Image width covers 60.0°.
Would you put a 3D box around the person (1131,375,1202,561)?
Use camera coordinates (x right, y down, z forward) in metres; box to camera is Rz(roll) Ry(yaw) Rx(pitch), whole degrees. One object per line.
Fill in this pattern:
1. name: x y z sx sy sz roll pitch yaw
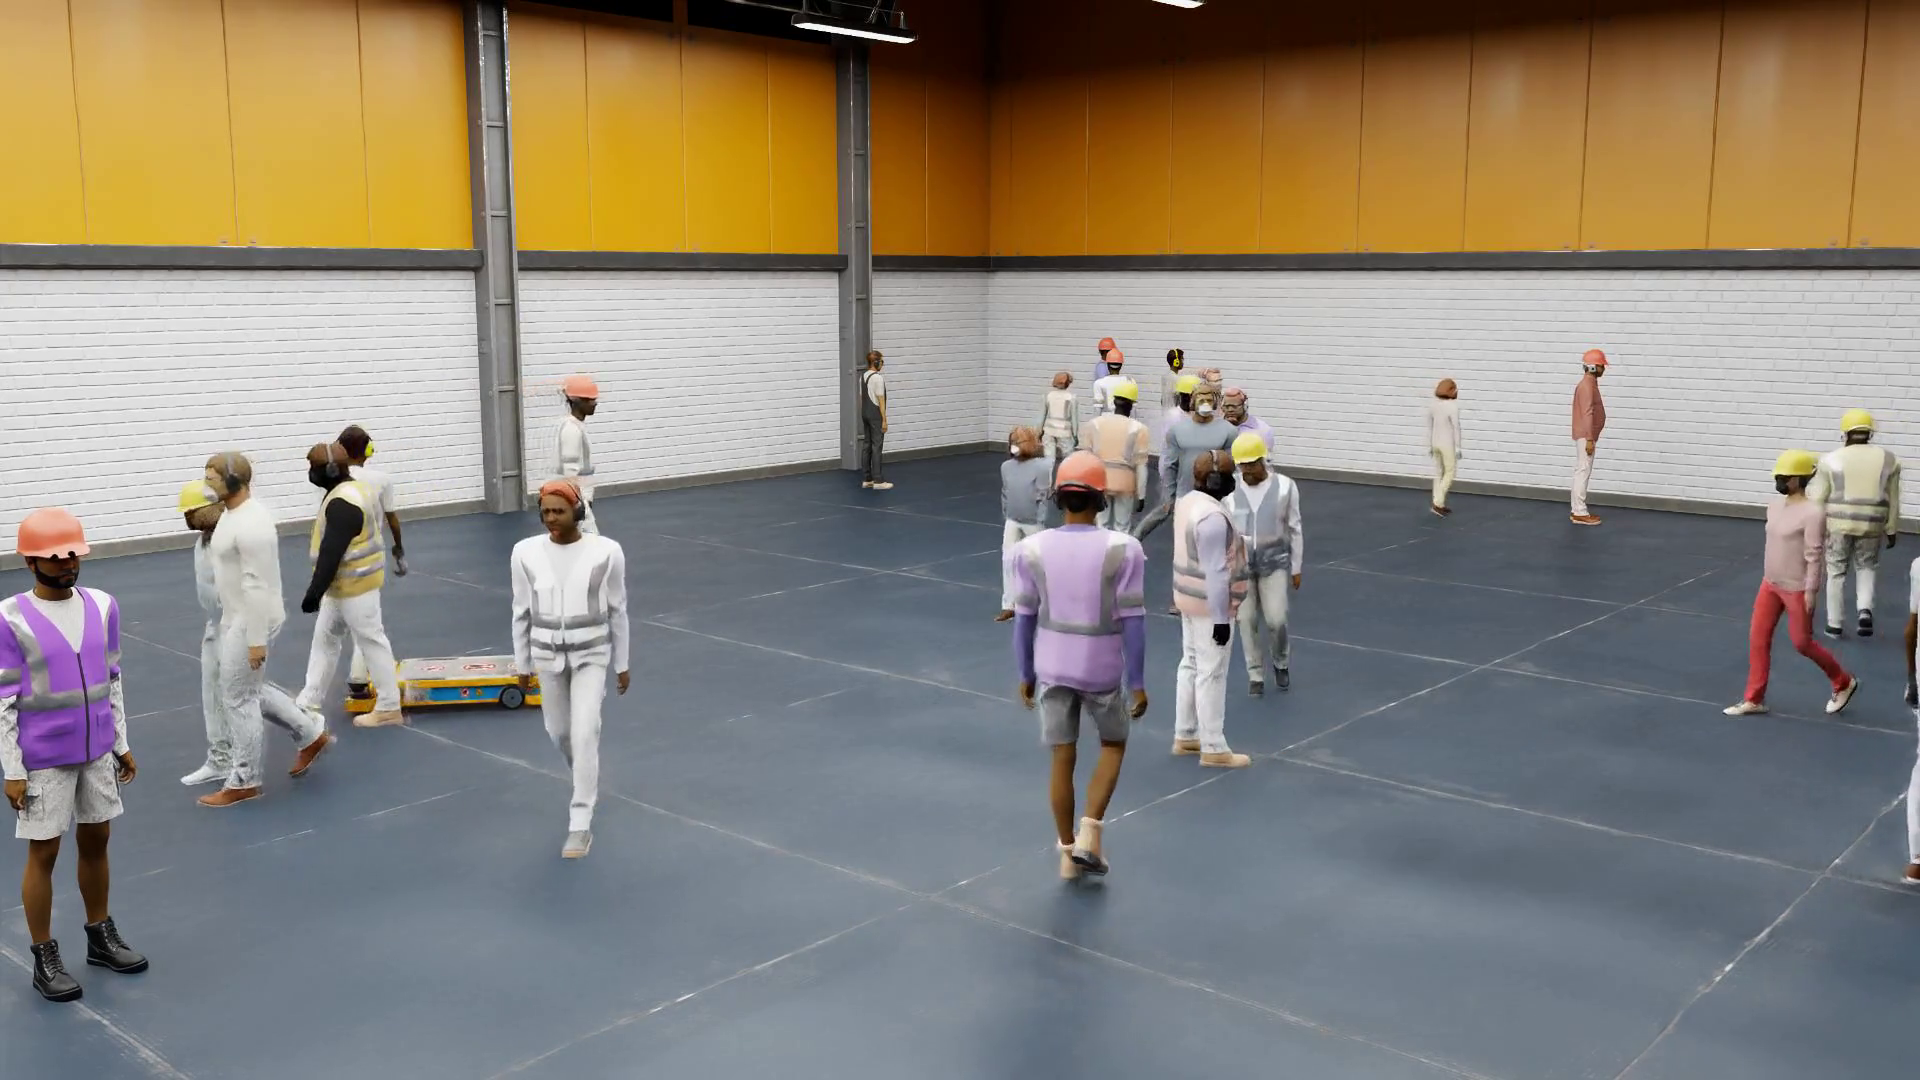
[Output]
1. person: 2.042 -0.689 16.306 0.879 1.887 0.594 4 10 25

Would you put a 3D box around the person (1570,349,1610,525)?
1. person: 7.183 -1.181 19.012 0.376 1.997 0.612 3 9 17

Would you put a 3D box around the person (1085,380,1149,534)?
1. person: 1.384 -0.470 14.831 0.613 1.901 0.502 4 10 23

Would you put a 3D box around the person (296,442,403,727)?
1. person: -3.916 0.300 10.310 0.869 1.803 0.625 -4 10 -22

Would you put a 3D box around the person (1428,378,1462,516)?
1. person: 5.719 -1.094 19.655 0.365 1.645 0.512 -4 10 -21

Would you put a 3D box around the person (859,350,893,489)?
1. person: -1.131 -1.592 22.073 0.345 1.845 0.508 -7 11 -37

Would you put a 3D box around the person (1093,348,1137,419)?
1. person: 1.897 -1.382 20.456 0.542 1.939 0.364 -1 9 -5

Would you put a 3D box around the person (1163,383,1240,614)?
1. person: 2.004 -0.333 13.870 0.630 1.940 0.370 2 9 15

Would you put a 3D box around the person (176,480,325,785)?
1. person: -4.051 0.491 9.409 0.543 1.704 0.729 8 12 42

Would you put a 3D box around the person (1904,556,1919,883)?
1. person: 4.646 0.688 7.704 0.494 1.857 0.552 -4 10 -22

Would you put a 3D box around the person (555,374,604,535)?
1. person: -3.171 -0.353 13.736 0.521 2.030 0.622 -2 9 -12

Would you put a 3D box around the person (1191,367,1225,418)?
1. person: 2.600 -0.853 17.307 0.652 1.891 0.584 -6 11 -35

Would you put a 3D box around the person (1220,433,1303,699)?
1. person: 1.984 0.174 11.156 0.612 1.793 0.404 2 9 12

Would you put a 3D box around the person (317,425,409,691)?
1. person: -4.067 0.127 11.376 0.508 1.817 0.970 0 9 -1

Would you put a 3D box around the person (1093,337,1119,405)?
1. person: 2.107 -1.964 24.111 0.364 1.939 0.542 0 9 2

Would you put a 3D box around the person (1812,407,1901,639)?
1. person: 6.911 -0.115 12.871 0.619 1.814 0.436 3 9 16

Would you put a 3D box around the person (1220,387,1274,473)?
1. person: 2.334 -0.356 14.164 0.659 1.894 0.400 3 10 18

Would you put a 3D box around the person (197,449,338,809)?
1. person: -3.778 0.460 8.959 0.679 1.924 0.646 -5 10 -30

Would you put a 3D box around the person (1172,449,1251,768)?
1. person: 1.454 0.390 9.641 0.429 1.843 0.625 -1 9 -8

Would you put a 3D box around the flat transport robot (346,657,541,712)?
1. flat transport robot: -3.284 0.942 11.085 1.431 0.197 0.652 -1 9 -9

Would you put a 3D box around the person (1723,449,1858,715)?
1. person: 5.366 0.282 10.635 0.778 1.742 0.528 -2 9 -9

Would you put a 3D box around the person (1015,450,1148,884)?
1. person: 0.567 0.599 7.724 0.644 2.029 0.422 3 10 18

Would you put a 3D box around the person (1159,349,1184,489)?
1. person: 2.819 -1.578 21.903 0.329 1.872 0.510 -3 9 -17

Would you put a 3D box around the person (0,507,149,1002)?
1. person: -3.526 0.828 6.584 0.360 1.938 0.545 5 10 27

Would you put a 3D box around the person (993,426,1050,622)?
1. person: 0.568 -0.152 13.759 0.499 1.607 0.716 6 11 35

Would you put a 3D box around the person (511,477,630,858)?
1. person: -1.952 0.583 8.411 0.577 1.858 0.899 0 9 0

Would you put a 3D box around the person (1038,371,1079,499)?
1. person: 1.238 -1.320 21.031 0.627 1.616 0.447 5 10 29
